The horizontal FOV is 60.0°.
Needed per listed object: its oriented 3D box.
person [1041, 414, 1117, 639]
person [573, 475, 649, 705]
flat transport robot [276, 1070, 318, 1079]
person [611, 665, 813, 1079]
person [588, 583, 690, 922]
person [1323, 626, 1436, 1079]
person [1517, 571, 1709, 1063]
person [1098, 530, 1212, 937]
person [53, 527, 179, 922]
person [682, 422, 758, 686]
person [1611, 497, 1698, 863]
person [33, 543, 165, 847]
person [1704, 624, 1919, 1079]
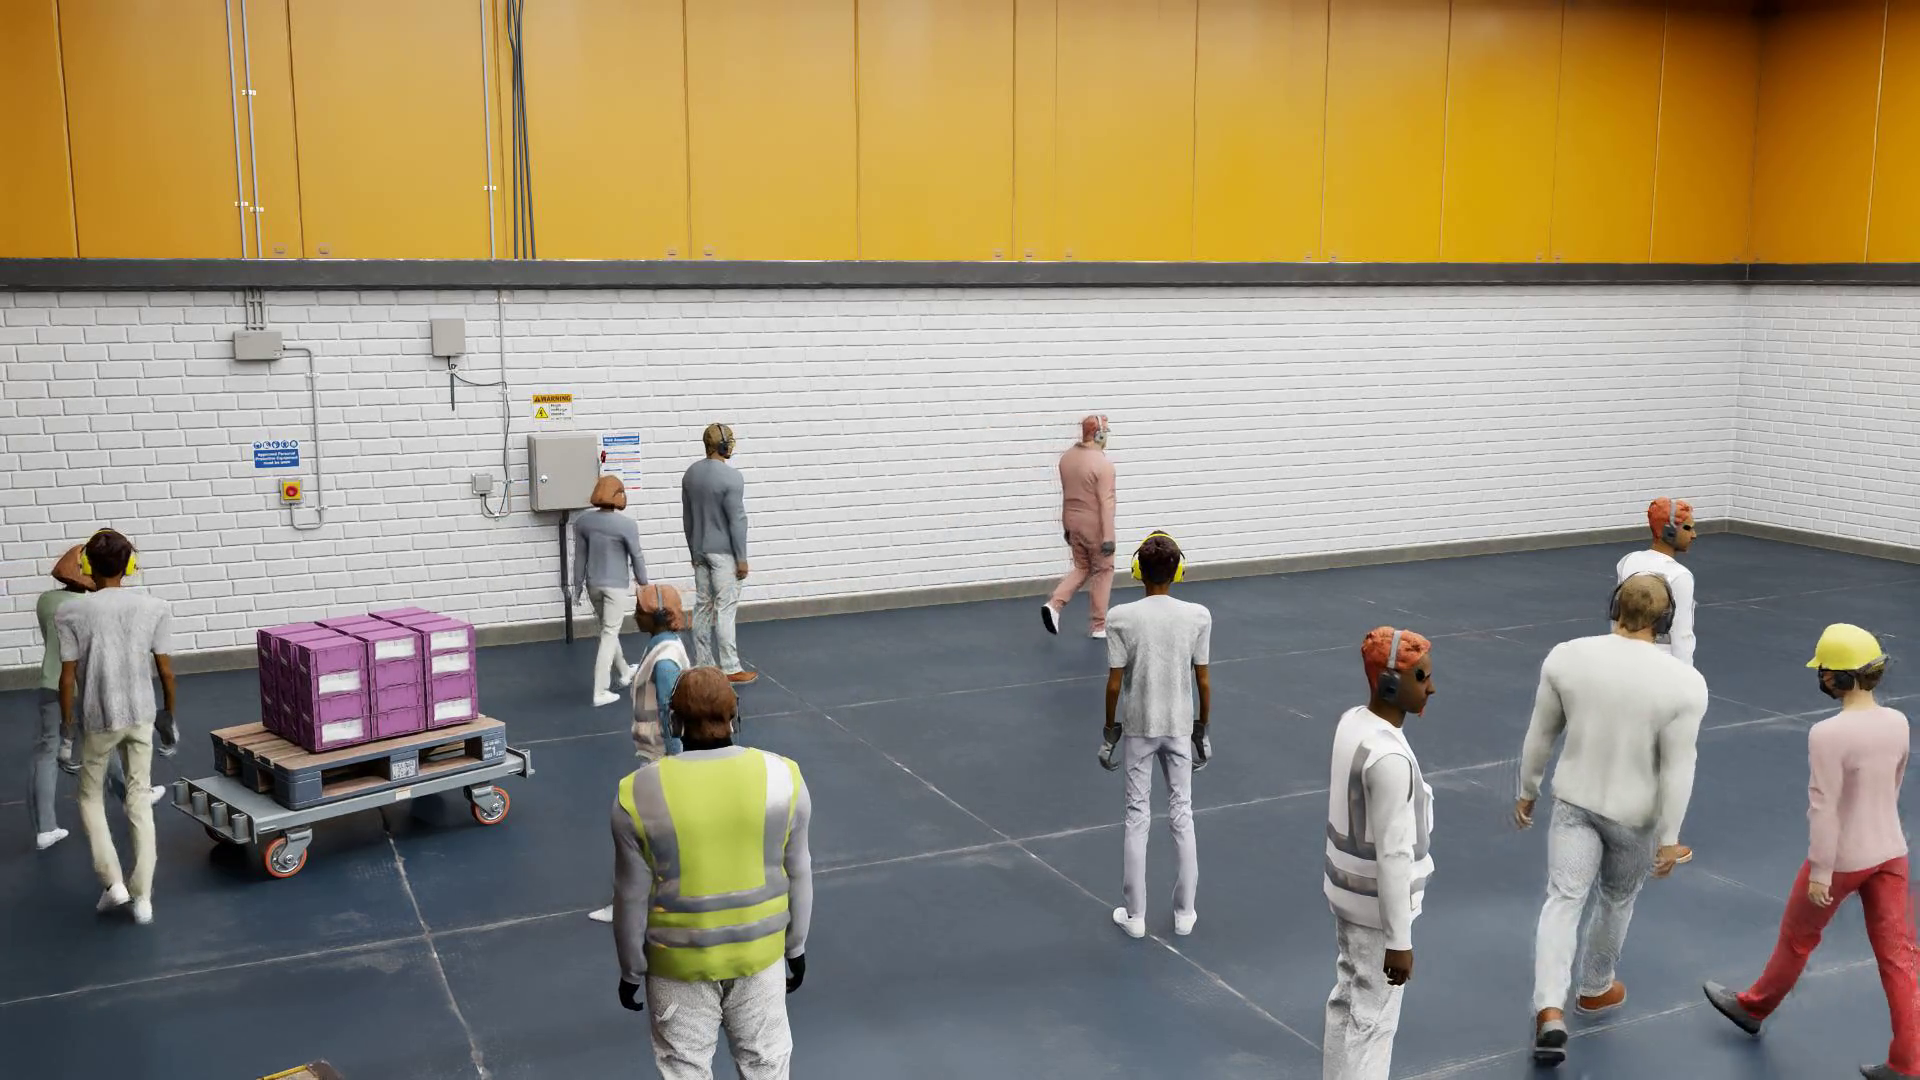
[{"bbox_3d":[1.036,-0.096,13.642,0.648,1.884,0.656,-6,11,-33],"label":"person"},{"bbox_3d":[-2.449,0.333,11.873,0.515,1.596,0.771,4,10,23],"label":"person"},{"bbox_3d":[-2.137,2.050,5.326,0.652,0.197,1.431,-8,12,-41],"label":"flat transport robot"},{"bbox_3d":[-0.768,1.293,5.185,0.621,1.838,0.429,-3,10,-19],"label":"person"},{"bbox_3d":[-1.327,0.983,7.815,0.797,1.609,0.524,-2,9,-10],"label":"person"},{"bbox_3d":[1.385,1.215,5.517,0.340,1.882,0.586,0,9,0],"label":"person"},{"bbox_3d":[2.479,1.064,6.455,0.680,1.895,0.957,7,12,38],"label":"person"},{"bbox_3d":[0.891,0.886,7.599,0.520,1.873,0.328,-1,9,-3],"label":"person"},{"bbox_3d":[-3.951,0.867,7.787,0.548,1.842,0.464,-8,12,-40],"label":"person"},{"bbox_3d":[-1.784,0.103,12.244,0.629,1.940,0.379,9,13,43],"label":"person"},{"bbox_3d":[3.591,0.716,8.614,0.337,1.881,0.585,-2,9,-11],"label":"person"},{"bbox_3d":[-4.713,0.800,8.998,0.518,1.579,0.852,2,9,12],"label":"person"},{"bbox_3d":[3.309,1.167,6.308,0.551,1.722,0.913,-4,10,-21],"label":"person"}]
